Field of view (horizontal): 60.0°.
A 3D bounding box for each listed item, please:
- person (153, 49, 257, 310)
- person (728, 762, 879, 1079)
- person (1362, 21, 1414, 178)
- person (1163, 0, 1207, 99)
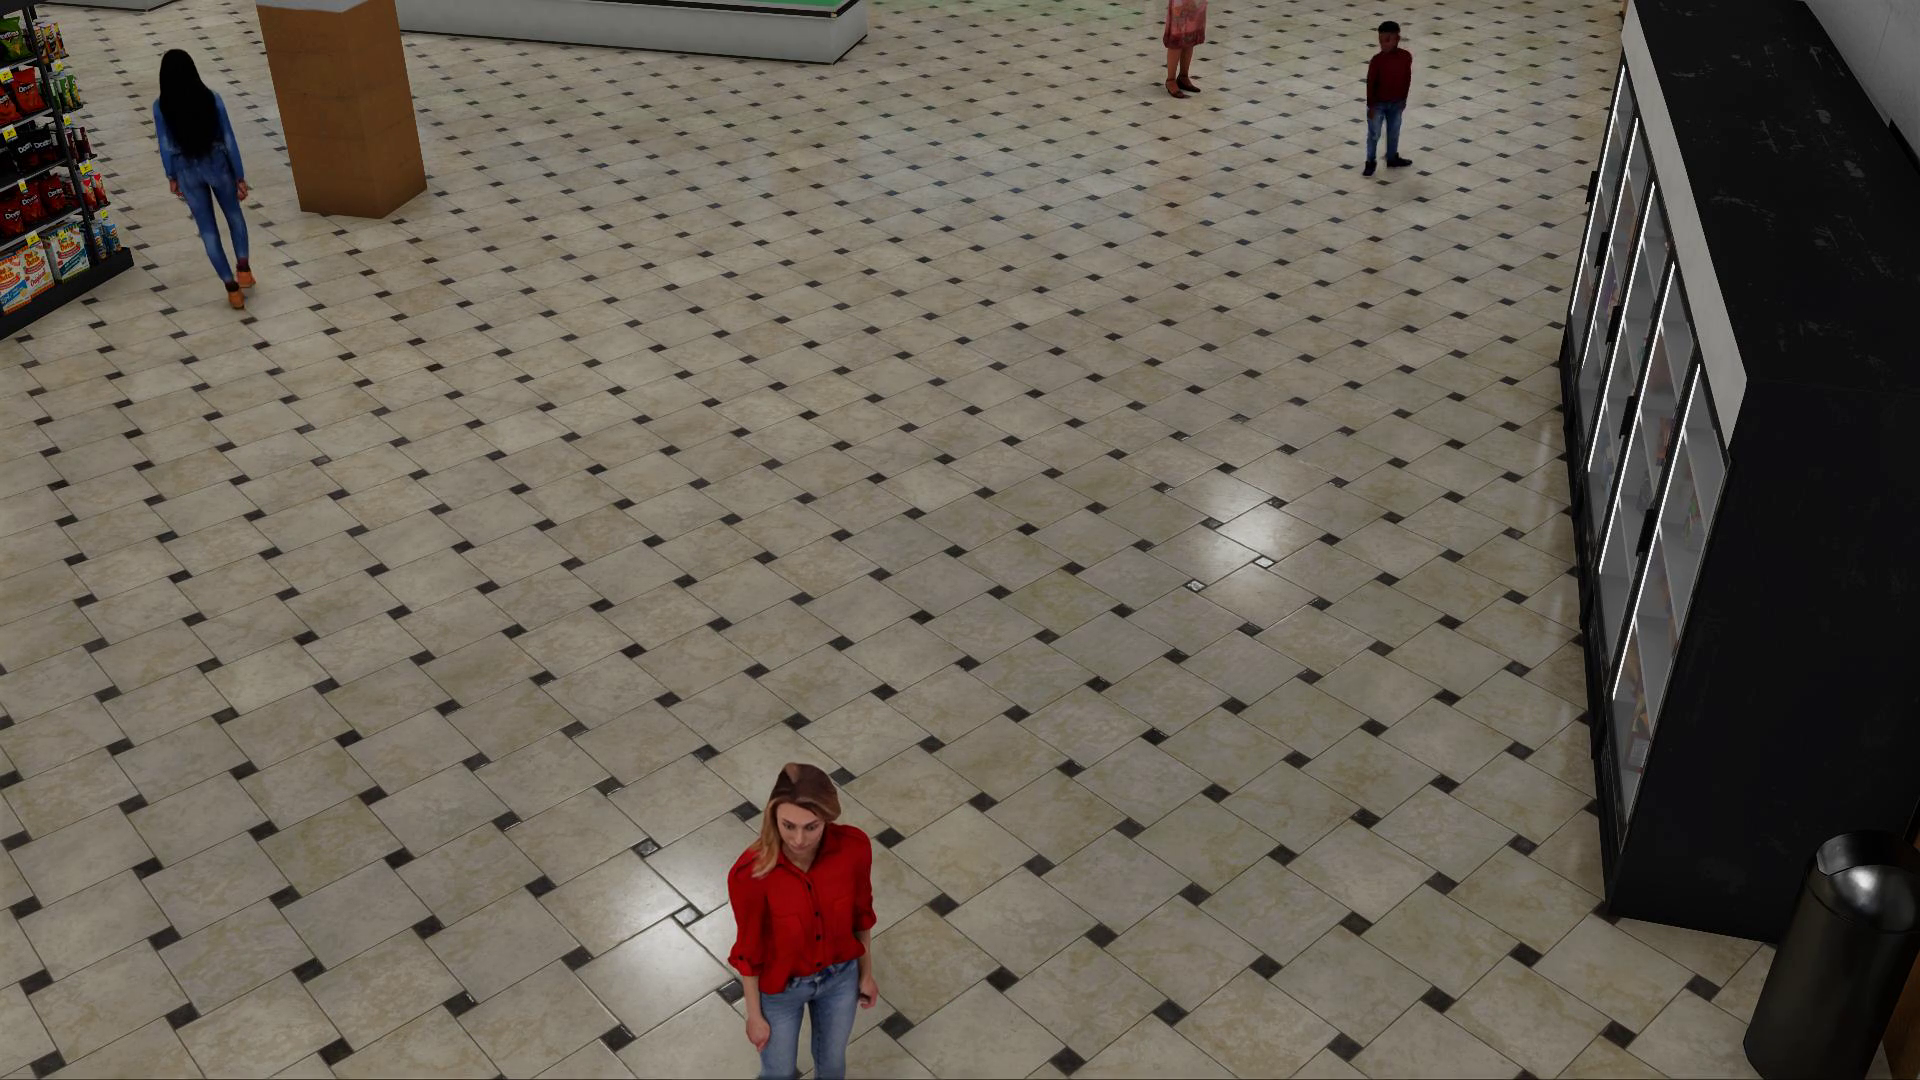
[{"bbox_3d":[-4.917,-2.318,10.876,0.781,1.699,0.843,-15,35,-23],"label":"person"},{"bbox_3d":[-0.466,1.328,5.010,0.669,1.707,0.741,-15,35,-23],"label":"person"},{"bbox_3d":[3.409,-3.514,13.240,0.639,1.233,0.788,-14,34,-21],"label":"person"},{"bbox_3d":[2.043,-4.880,15.001,0.704,1.692,0.680,27,41,36],"label":"person"}]
